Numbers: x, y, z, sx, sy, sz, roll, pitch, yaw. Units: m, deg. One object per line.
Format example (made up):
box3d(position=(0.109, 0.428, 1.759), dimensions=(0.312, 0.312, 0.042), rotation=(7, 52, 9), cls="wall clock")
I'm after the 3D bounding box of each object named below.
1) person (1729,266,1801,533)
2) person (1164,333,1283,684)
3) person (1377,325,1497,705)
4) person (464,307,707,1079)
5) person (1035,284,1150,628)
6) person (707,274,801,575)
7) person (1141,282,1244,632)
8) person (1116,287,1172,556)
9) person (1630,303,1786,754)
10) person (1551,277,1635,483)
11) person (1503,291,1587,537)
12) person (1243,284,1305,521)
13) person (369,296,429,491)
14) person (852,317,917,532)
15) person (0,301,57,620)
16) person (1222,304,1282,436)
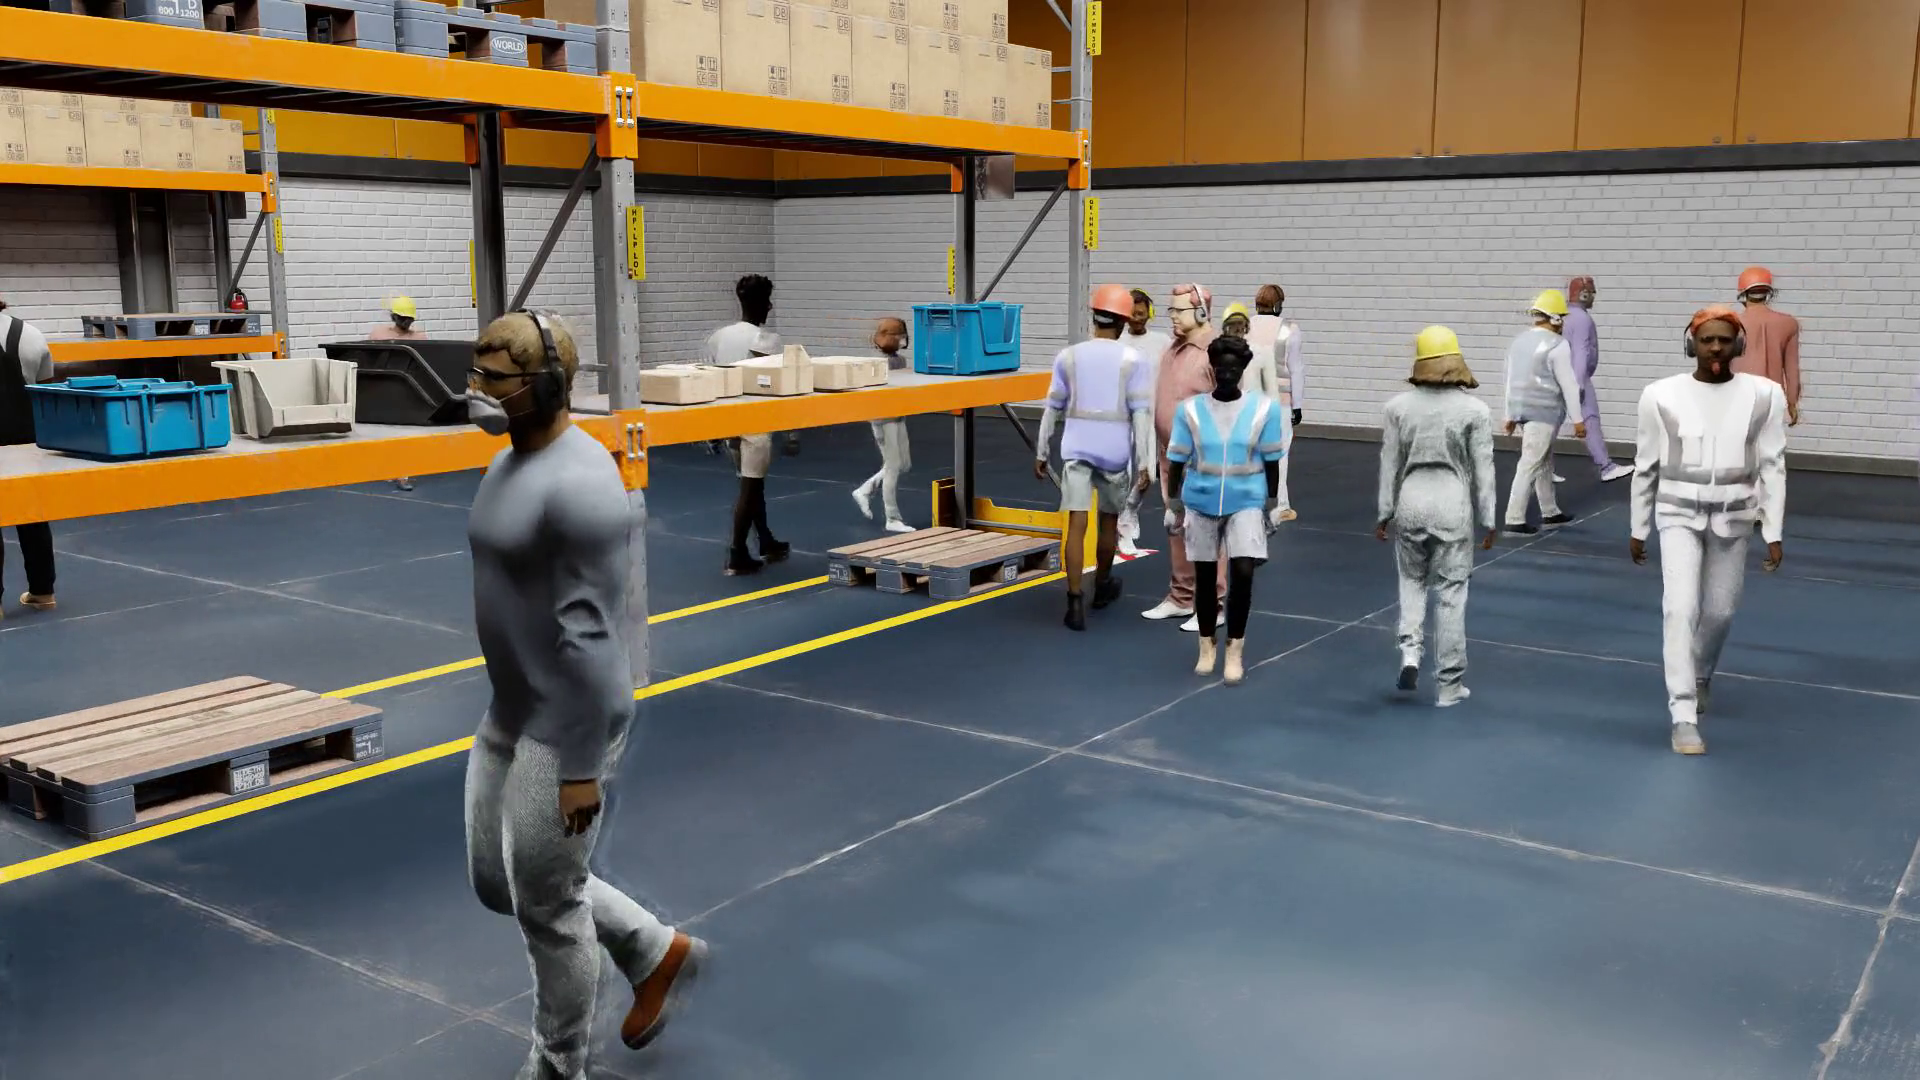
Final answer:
box3d(position=(5.892, -1.048, 12.456), dimensions=(0.655, 1.975, 0.567), rotation=(1, 10, 3), cls="person")
box3d(position=(1.246, -0.142, 7.941), dimensions=(0.556, 1.673, 0.570), rotation=(2, 10, 13), cls="person")
box3d(position=(2.185, -0.111, 7.610), dimensions=(0.544, 1.727, 0.377), rotation=(5, 11, 29), cls="person")
box3d(position=(-0.892, 0.426, 3.856), dimensions=(0.584, 1.923, 0.632), rotation=(-7, 12, -35), cls="person")
box3d(position=(0.754, -0.490, 9.405), dimensions=(0.686, 1.875, 0.959), rotation=(3, 10, 15), cls="person")
box3d(position=(-1.286, -0.764, 10.905), dimensions=(0.636, 1.930, 0.868), rotation=(7, 12, 37), cls="person")
box3d(position=(1.259, -0.454, 9.146), dimensions=(0.403, 1.904, 0.652), rotation=(-5, 11, -26), cls="person")
box3d(position=(1.202, -0.823, 11.555), dimensions=(0.575, 1.834, 0.536), rotation=(-1, 10, -7), cls="person")
box3d(position=(3.161, -0.078, 7.082), dimensions=(0.586, 1.856, 0.882), rotation=(3, 10, 16), cls="person")
box3d(position=(5.673, -1.434, 15.075), dimensions=(0.932, 1.863, 0.674), rotation=(-1, 10, -6), cls="person")
box3d(position=(4.360, -0.917, 12.238), dimensions=(0.831, 1.798, 0.615), rotation=(-2, 10, -12), cls="person")
box3d(position=(2.391, -1.063, 12.967), dimensions=(0.625, 1.844, 0.429), rotation=(6, 11, 32), cls="person")
box3d(position=(-5.044, -1.328, 14.917), dimensions=(0.607, 1.708, 0.881), rotation=(-3, 10, -15), cls="person")
box3d(position=(-0.573, -0.866, 12.465), dimensions=(0.519, 1.616, 0.504), rotation=(5, 11, 25), cls="person")
box3d(position=(-5.528, -0.570, 9.435), dimensions=(0.536, 2.000, 0.688), rotation=(5, 11, 26), cls="person")
box3d(position=(2.075, -0.881, 12.286), dimensions=(0.575, 1.692, 0.918), rotation=(0, 10, 2), cls="person")
